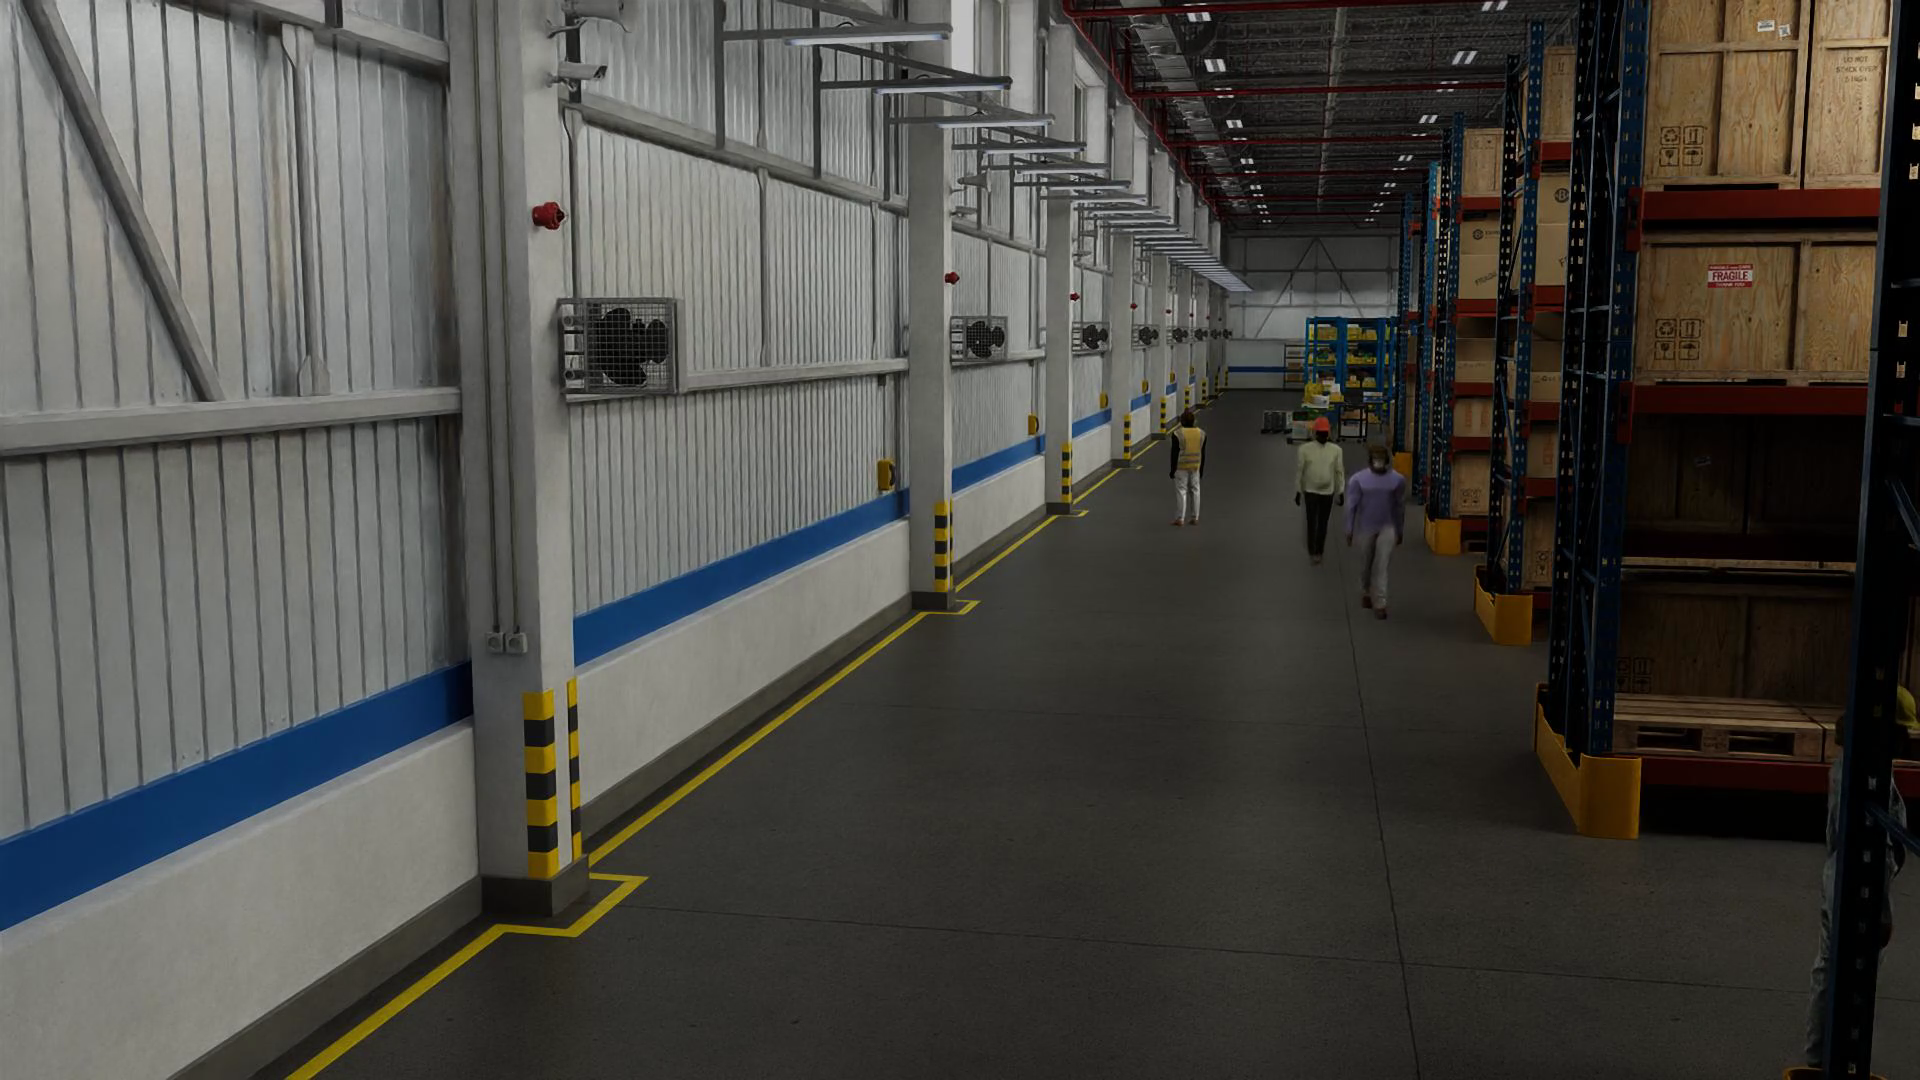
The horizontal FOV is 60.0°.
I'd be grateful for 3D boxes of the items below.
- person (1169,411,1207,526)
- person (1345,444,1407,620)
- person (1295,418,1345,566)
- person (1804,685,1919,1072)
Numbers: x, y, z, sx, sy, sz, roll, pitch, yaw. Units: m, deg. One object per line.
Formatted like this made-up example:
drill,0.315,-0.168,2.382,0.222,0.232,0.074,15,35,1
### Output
person,3.632,-1.142,26.658,0.633,1.843,0.429,-3,8,-23
person,4.567,-0.125,18.310,0.645,1.902,0.992,1,7,8
person,4.805,-0.630,22.059,0.647,1.960,0.905,0,7,-1
person,3.584,1.419,6.578,0.311,1.735,0.483,1,7,11
